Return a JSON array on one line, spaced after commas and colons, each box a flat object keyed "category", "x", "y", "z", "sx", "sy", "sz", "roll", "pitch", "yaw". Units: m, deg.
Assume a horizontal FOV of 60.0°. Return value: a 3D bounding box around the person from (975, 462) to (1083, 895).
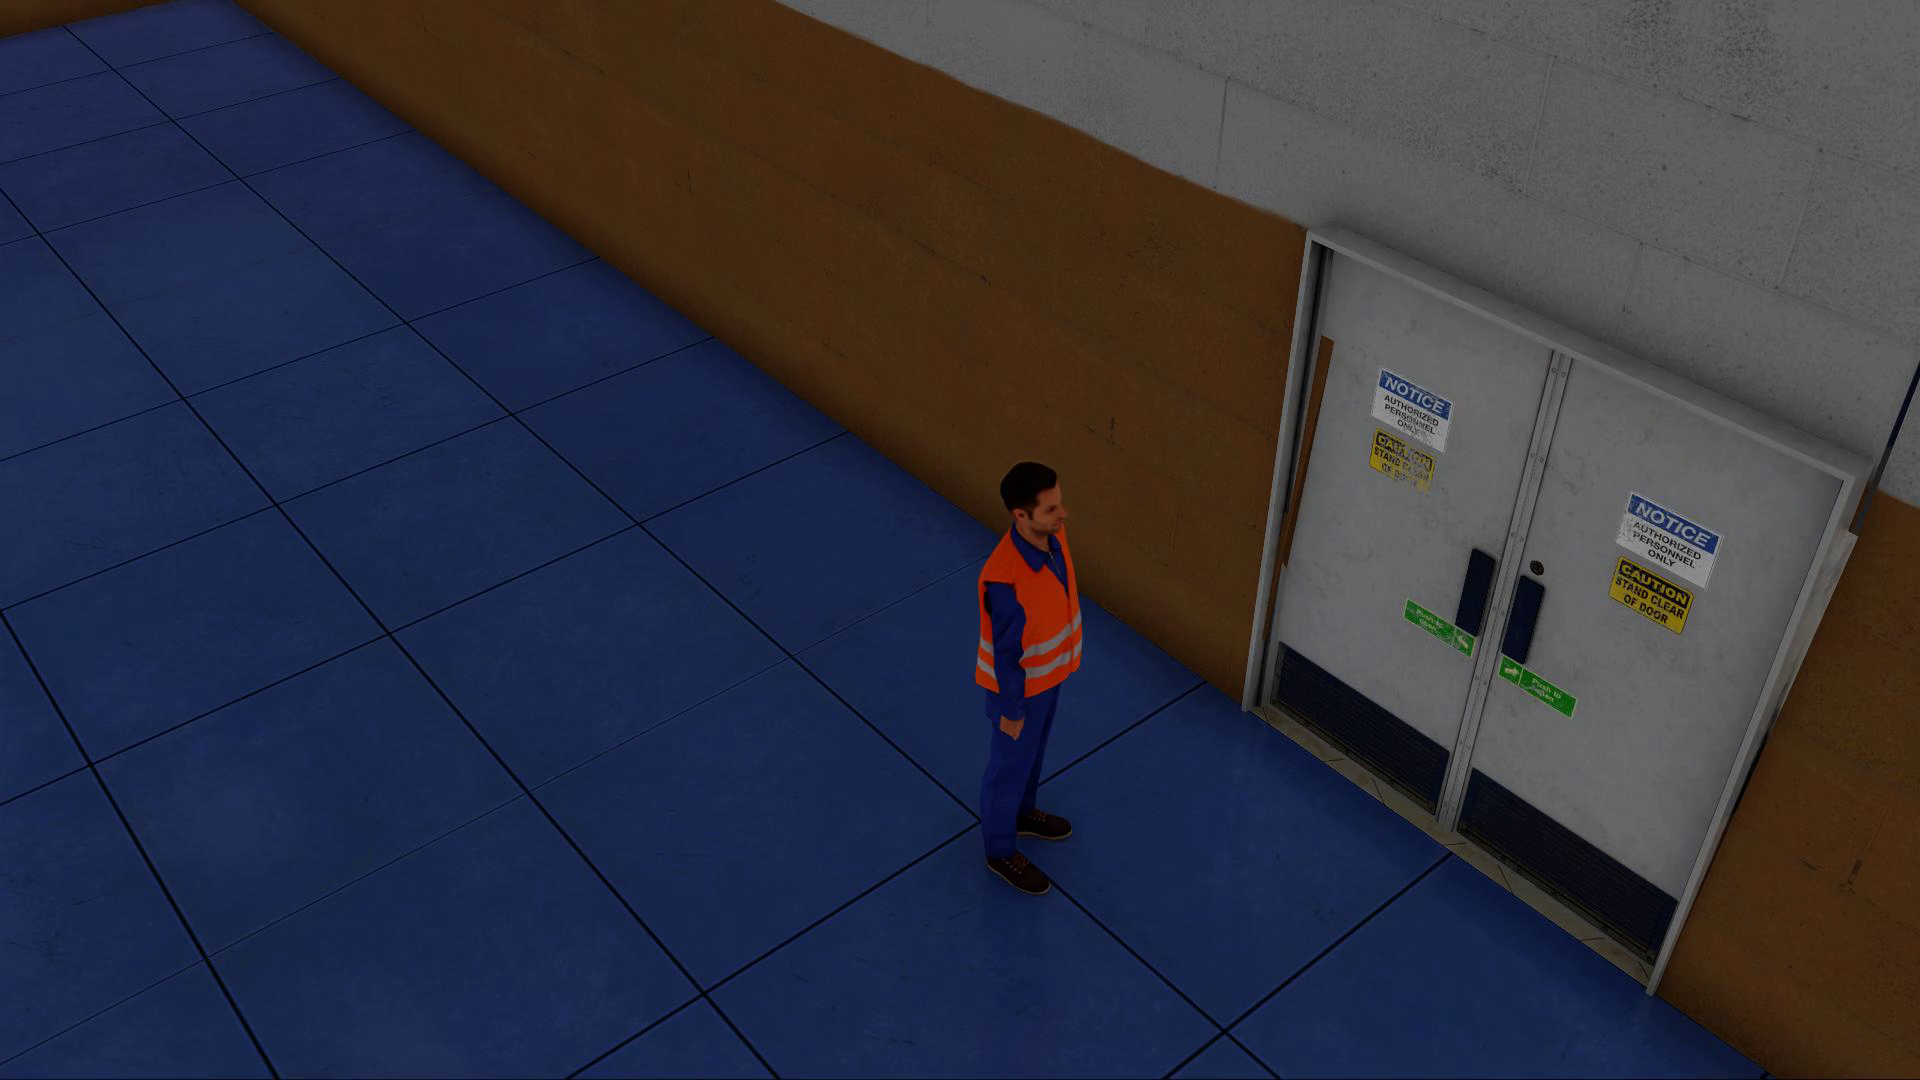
[{"category": "person", "x": 0.239, "y": 0.488, "z": 6.070, "sx": 0.840, "sy": 1.864, "sz": 0.717, "roll": 13, "pitch": 39, "yaw": 17}]
